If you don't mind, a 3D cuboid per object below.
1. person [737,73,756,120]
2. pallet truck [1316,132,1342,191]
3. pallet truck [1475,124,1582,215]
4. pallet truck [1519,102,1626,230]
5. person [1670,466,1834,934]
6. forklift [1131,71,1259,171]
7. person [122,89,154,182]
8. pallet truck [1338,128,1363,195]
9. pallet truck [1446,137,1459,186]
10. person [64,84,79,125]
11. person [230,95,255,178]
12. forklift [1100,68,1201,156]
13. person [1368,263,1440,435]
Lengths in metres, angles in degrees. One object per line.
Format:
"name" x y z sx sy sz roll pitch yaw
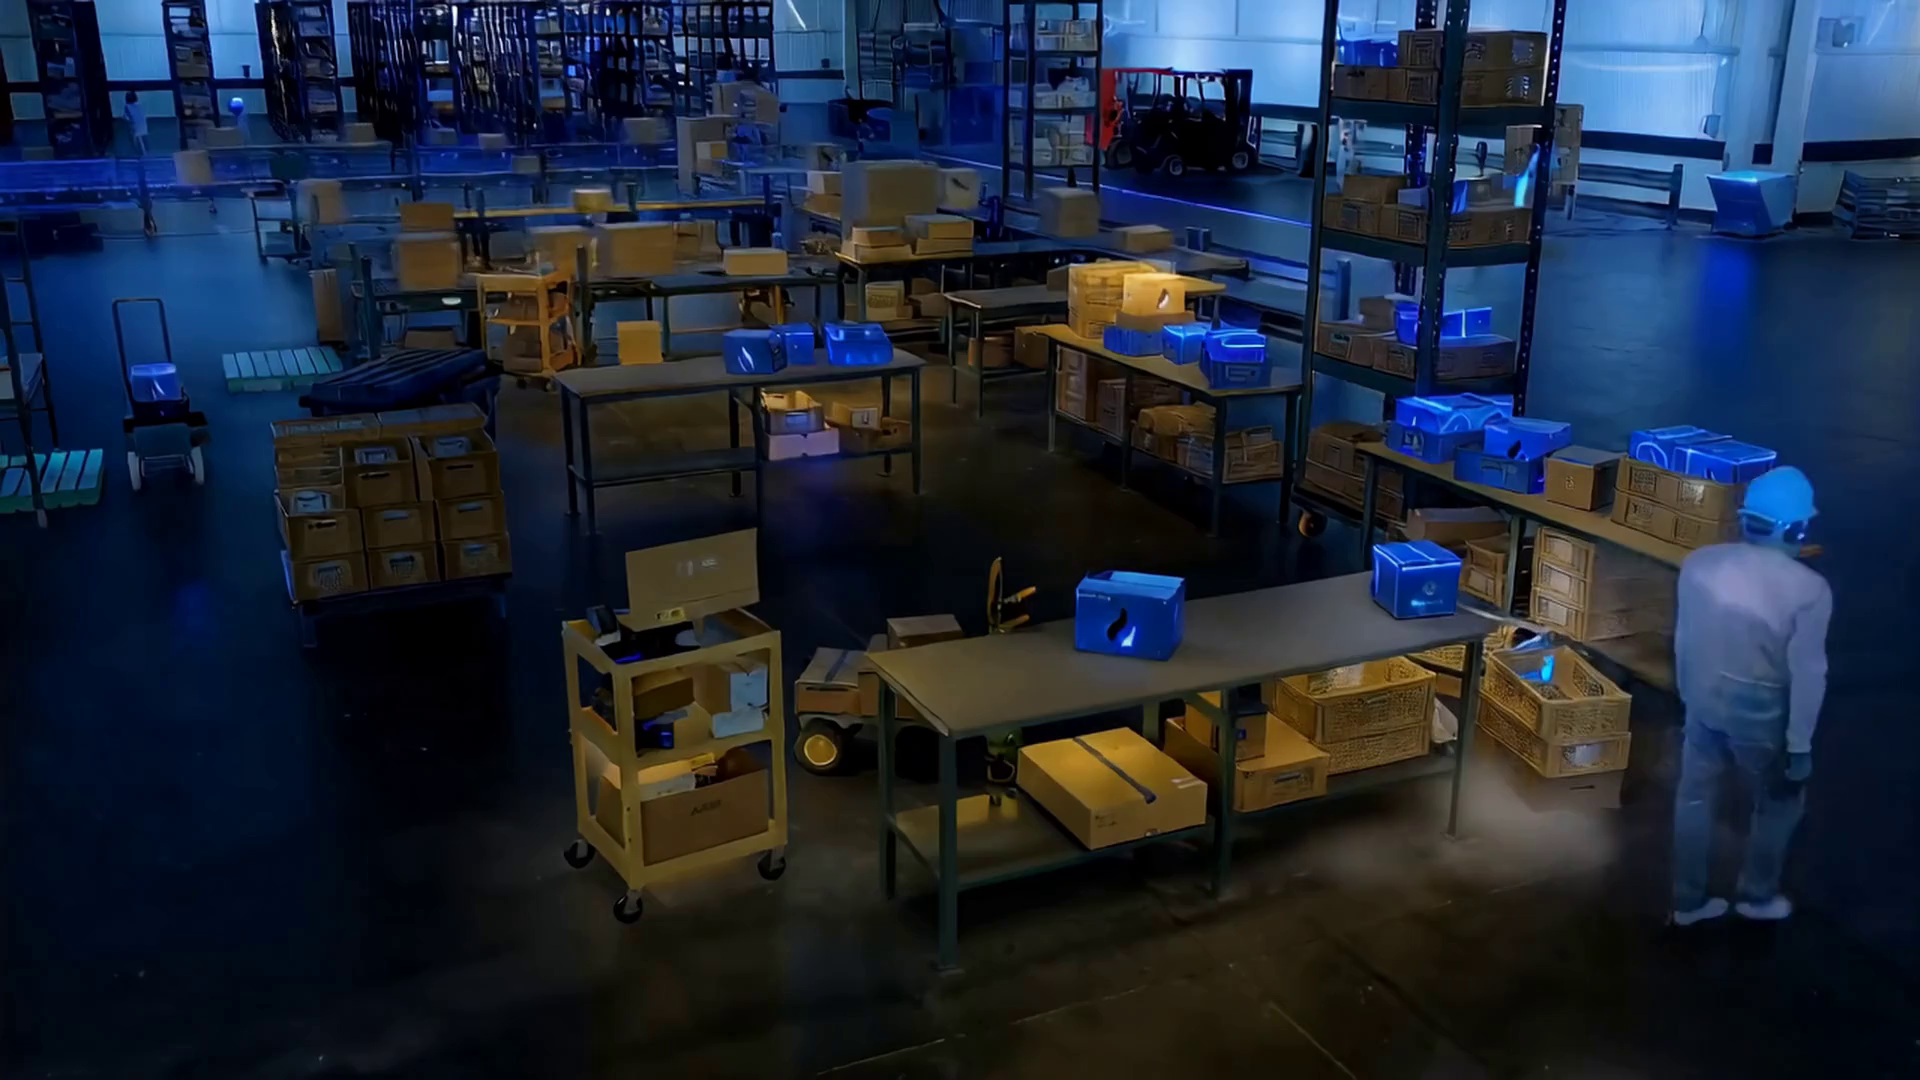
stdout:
"person" -5.961 -12.297 46.557 0.929 1.967 0.600 0 18 -1
"pallet truck" 7.723 -7.504 32.656 1.601 1.201 0.680 -8 19 -23
"pallet truck" 9.707 -6.455 28.103 1.885 1.965 0.823 -7 19 -20
"pallet truck" 9.972 -6.037 26.785 1.885 1.965 0.823 -9 20 -25
"person" 2.958 0.602 6.160 0.610 1.815 0.620 -11 21 -31
"forklift" 4.998 -8.936 35.413 2.680 1.987 1.157 -9 20 -25
"person" -16.873 -8.294 34.135 0.385 1.849 0.569 7 19 21
"pallet truck" 7.845 -7.140 31.411 1.522 1.261 0.704 -9 20 -25
"pallet truck" 9.184 -6.485 29.328 1.630 1.274 0.653 -8 19 -23
"person" -21.921 -10.618 41.193 0.893 2.020 0.613 -6 19 -19
"person" -14.566 -8.129 33.769 0.328 1.759 0.524 -7 19 -20
"forklift" 4.082 -9.564 37.410 2.680 1.987 1.157 -8 19 -23
"person" 3.314 -1.442 12.497 0.565 1.895 0.984 -4 18 -12
